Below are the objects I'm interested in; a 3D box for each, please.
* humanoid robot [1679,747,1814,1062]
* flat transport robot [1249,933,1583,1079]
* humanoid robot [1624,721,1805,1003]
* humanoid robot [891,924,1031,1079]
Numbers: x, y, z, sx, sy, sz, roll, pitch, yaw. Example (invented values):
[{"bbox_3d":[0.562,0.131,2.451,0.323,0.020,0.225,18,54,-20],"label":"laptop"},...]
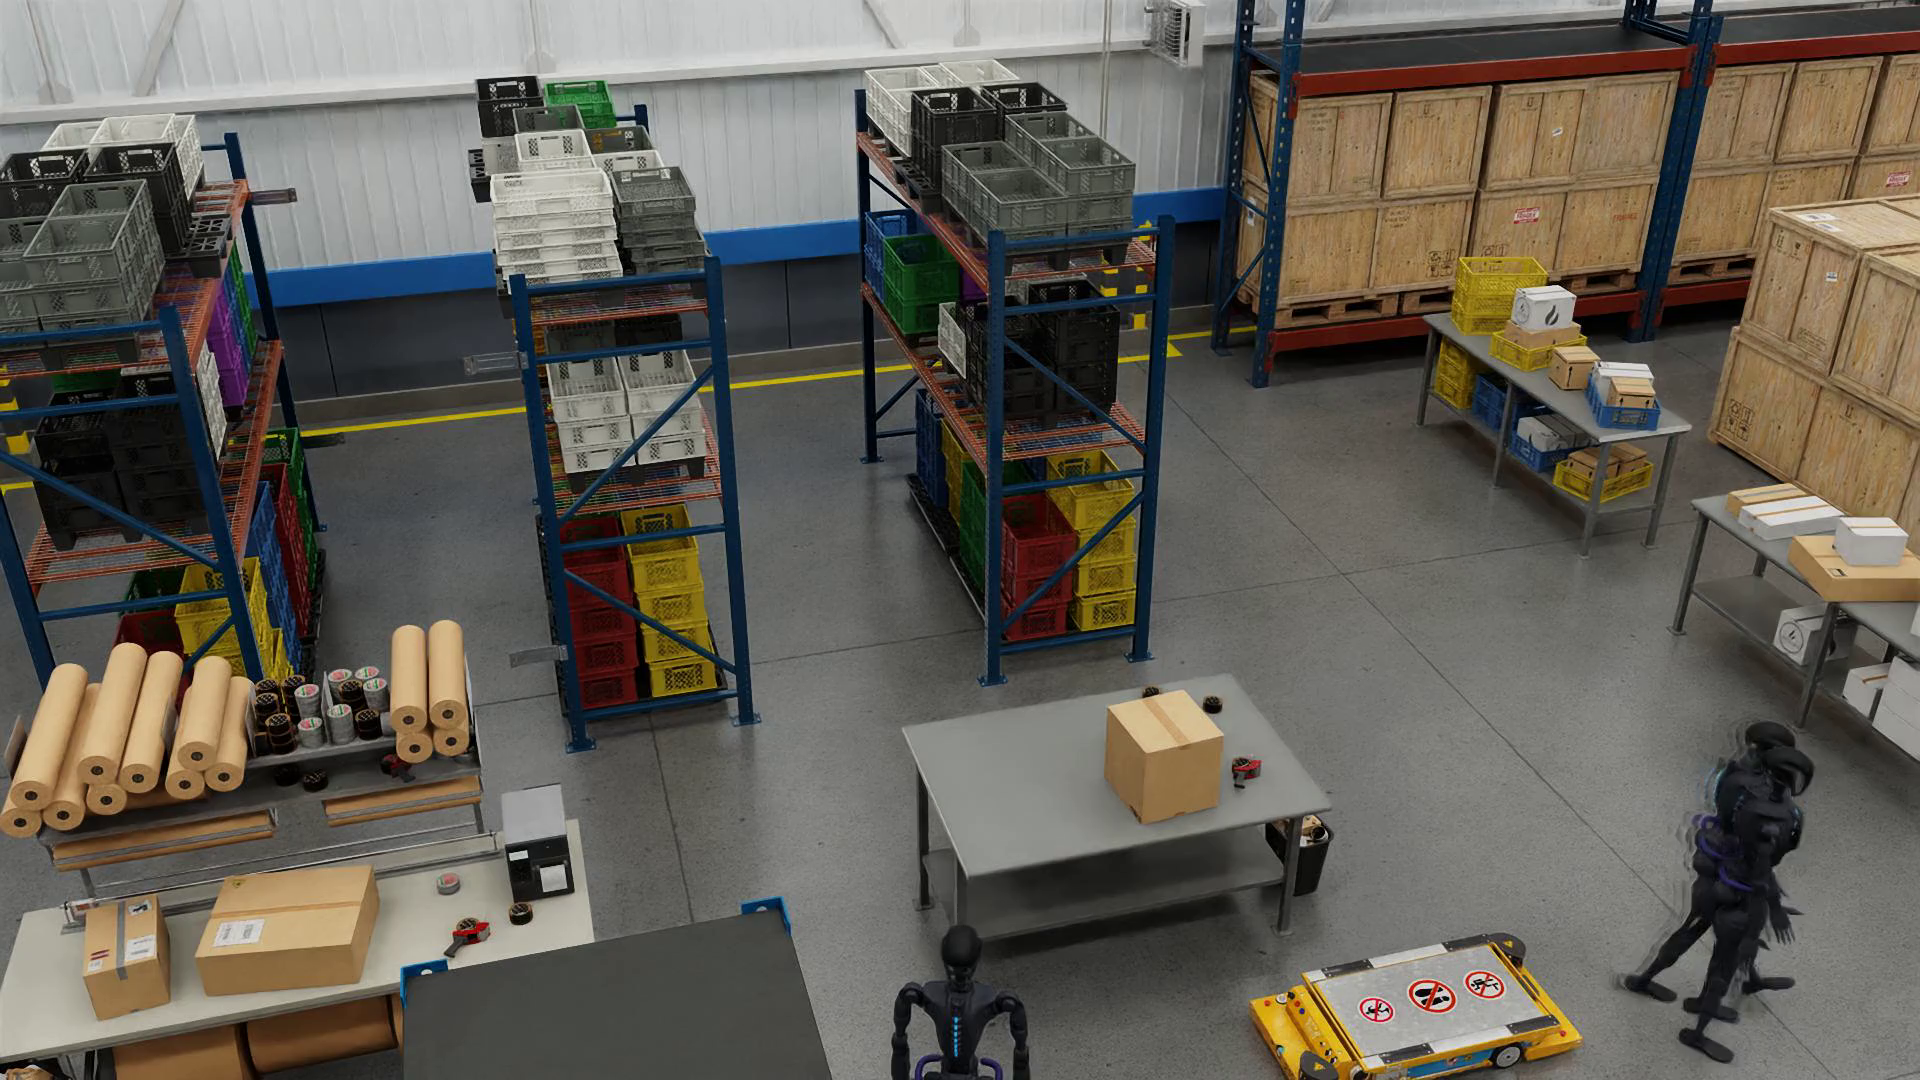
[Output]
[{"bbox_3d":[3.650,1.654,7.677,0.343,1.656,0.610,12,31,21],"label":"humanoid robot"},{"bbox_3d":[2.184,2.282,7.980,1.431,0.197,0.652,-8,30,-14],"label":"flat transport robot"},{"bbox_3d":[3.683,1.572,7.870,0.772,1.620,0.585,12,31,21],"label":"humanoid robot"},{"bbox_3d":[0.001,2.225,6.648,0.573,1.652,0.328,3,29,5],"label":"humanoid robot"}]
